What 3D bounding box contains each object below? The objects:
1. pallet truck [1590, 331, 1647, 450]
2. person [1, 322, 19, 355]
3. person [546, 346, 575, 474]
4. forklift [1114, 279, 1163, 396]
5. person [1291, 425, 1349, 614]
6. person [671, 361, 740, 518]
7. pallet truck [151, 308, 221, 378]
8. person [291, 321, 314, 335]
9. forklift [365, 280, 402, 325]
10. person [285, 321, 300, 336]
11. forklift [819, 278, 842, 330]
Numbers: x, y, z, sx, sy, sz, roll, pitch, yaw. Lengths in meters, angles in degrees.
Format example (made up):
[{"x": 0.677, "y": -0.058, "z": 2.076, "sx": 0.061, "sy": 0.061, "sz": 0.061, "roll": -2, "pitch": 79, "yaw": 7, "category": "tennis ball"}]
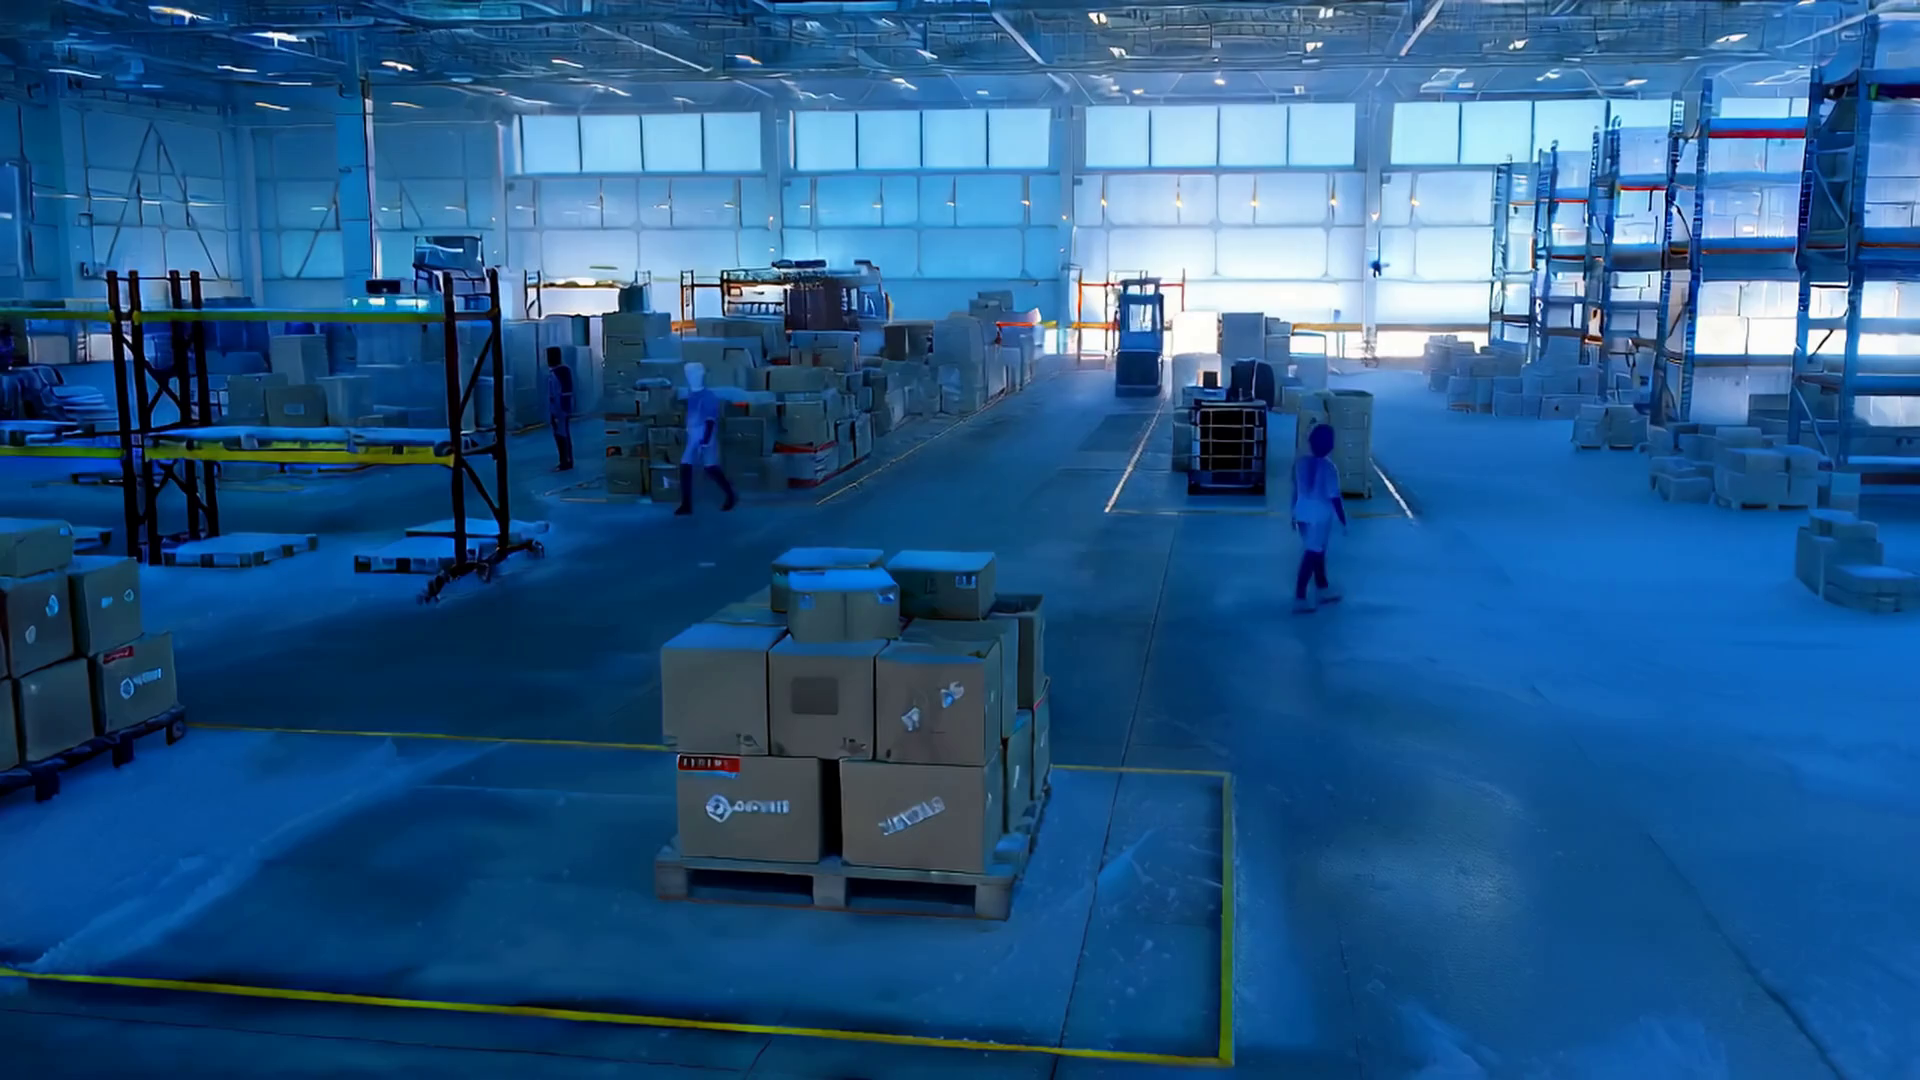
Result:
[{"x": 11.253, "y": -2.573, "z": 28.499, "sx": 0.823, "sy": 1.965, "sz": 1.885, "roll": 5, "pitch": 10, "yaw": 27, "category": "pallet truck"}, {"x": -26.153, "y": -5.176, "z": 45.721, "sx": 0.517, "sy": 1.624, "sz": 0.656, "roll": 1, "pitch": 9, "yaw": 5, "category": "person"}, {"x": -5.958, "y": -1.929, "z": 24.792, "sx": 0.399, "sy": 1.913, "sz": 0.590, "roll": 1, "pitch": 9, "yaw": 6, "category": "person"}, {"x": 4.357, "y": -4.923, "z": 40.279, "sx": 1.129, "sy": 2.768, "sz": 1.873, "roll": 1, "pitch": 9, "yaw": 9, "category": "forklift"}, {"x": 3.263, "y": -0.185, "z": 14.762, "sx": 0.771, "sy": 1.663, "sz": 0.555, "roll": -4, "pitch": 10, "yaw": -25, "category": "person"}, {"x": -3.162, "y": -1.252, "z": 20.597, "sx": 0.598, "sy": 1.933, "sz": 0.906, "roll": 8, "pitch": 12, "yaw": 40, "category": "person"}, {"x": -21.869, "y": -5.598, "z": 47.154, "sx": 0.823, "sy": 1.965, "sz": 1.885, "roll": 4, "pitch": 10, "yaw": 26, "category": "pallet truck"}, {"x": -16.951, "y": -4.894, "z": 43.131, "sx": 0.649, "sy": 1.891, "sz": 0.977, "roll": 0, "pitch": 9, "yaw": -2, "category": "person"}, {"x": -12.326, "y": -4.179, "z": 35.686, "sx": 1.873, "sy": 2.768, "sz": 1.129, "roll": 1, "pitch": 9, "yaw": 9, "category": "forklift"}, {"x": -19.430, "y": -5.777, "z": 48.687, "sx": 0.594, "sy": 1.861, "sz": 0.777, "roll": -5, "pitch": 10, "yaw": -27, "category": "person"}, {"x": -3.270, "y": -5.243, "z": 42.251, "sx": 1.873, "sy": 2.768, "sz": 1.129, "roll": 1, "pitch": 9, "yaw": 9, "category": "forklift"}]
